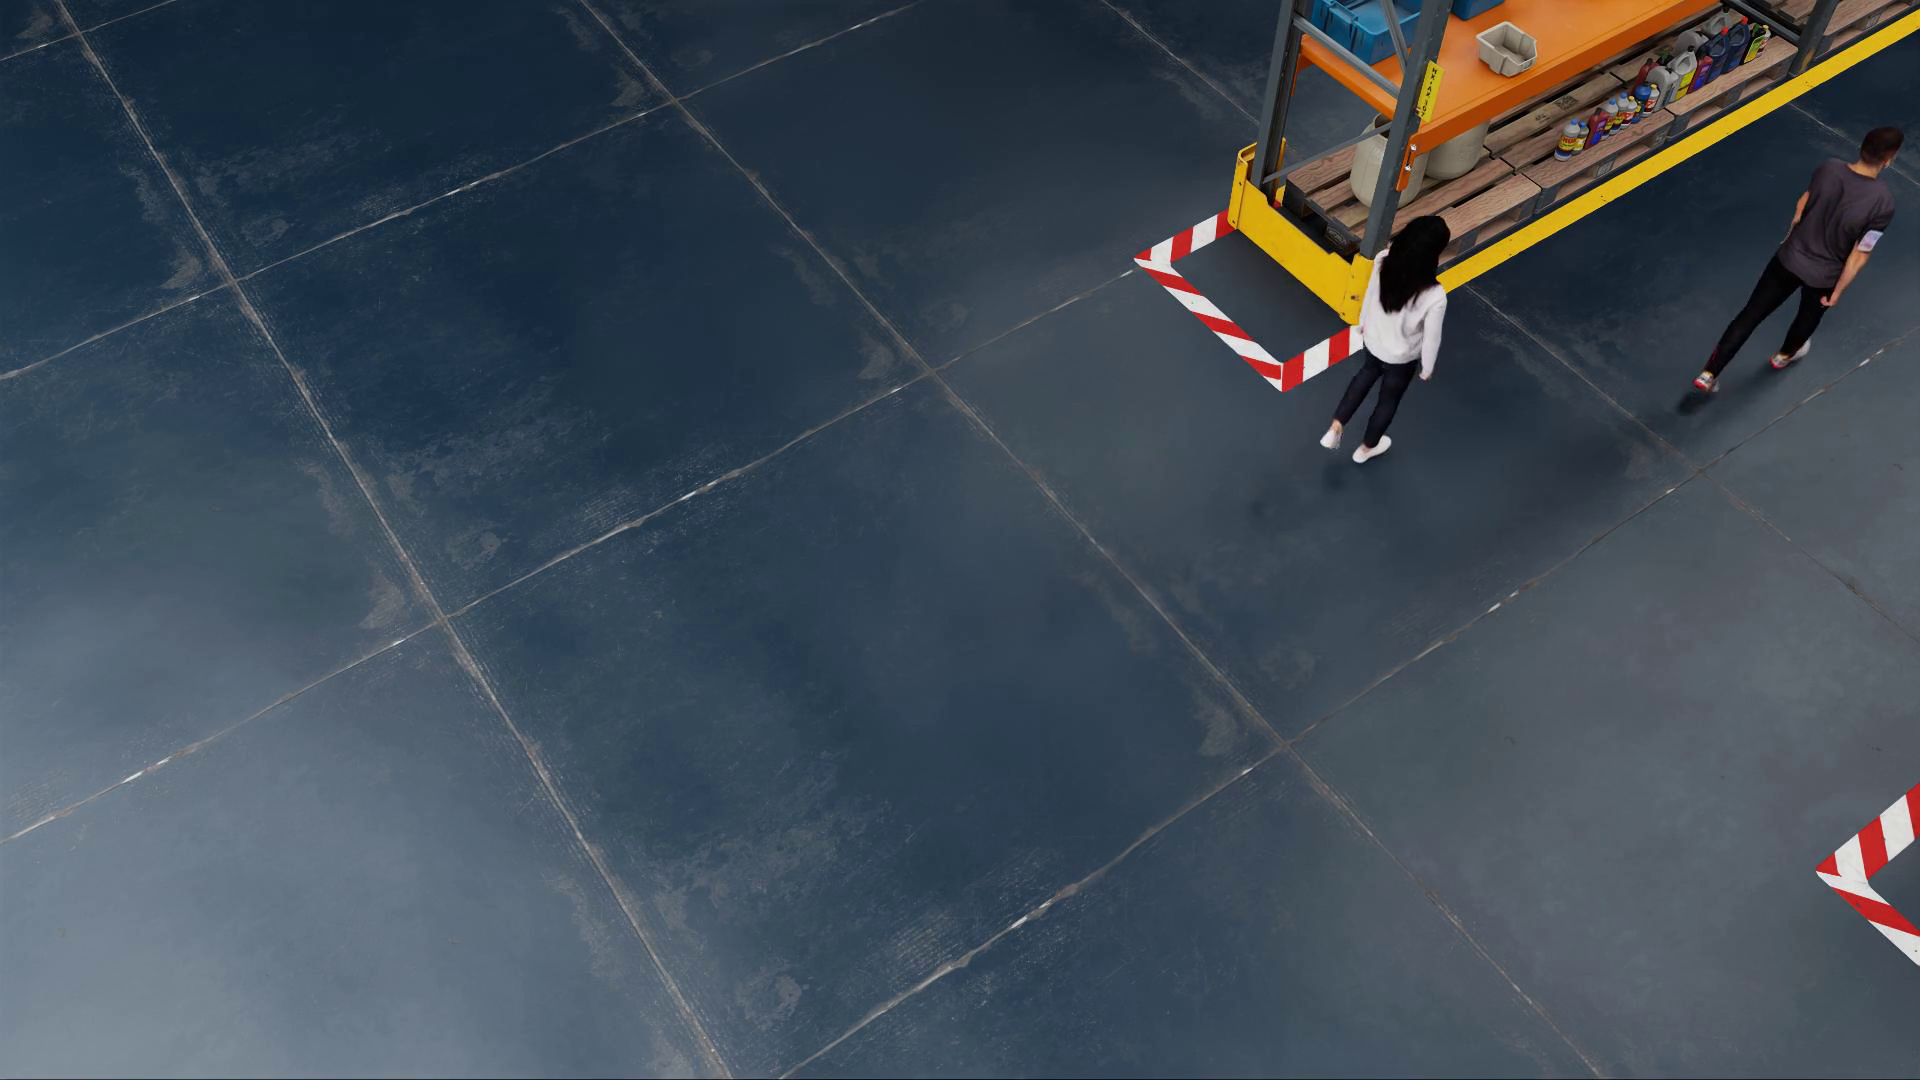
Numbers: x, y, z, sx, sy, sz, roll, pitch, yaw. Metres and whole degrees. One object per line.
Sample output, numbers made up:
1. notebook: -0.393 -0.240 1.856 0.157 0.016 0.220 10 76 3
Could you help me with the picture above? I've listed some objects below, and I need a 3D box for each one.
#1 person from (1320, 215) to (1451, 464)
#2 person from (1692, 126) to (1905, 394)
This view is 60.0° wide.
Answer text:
1. person: 2.122 -0.952 8.397 0.694 1.688 0.637 -32 59 -22
2. person: 4.401 -1.419 8.730 1.148 1.734 0.692 -34 59 -23
